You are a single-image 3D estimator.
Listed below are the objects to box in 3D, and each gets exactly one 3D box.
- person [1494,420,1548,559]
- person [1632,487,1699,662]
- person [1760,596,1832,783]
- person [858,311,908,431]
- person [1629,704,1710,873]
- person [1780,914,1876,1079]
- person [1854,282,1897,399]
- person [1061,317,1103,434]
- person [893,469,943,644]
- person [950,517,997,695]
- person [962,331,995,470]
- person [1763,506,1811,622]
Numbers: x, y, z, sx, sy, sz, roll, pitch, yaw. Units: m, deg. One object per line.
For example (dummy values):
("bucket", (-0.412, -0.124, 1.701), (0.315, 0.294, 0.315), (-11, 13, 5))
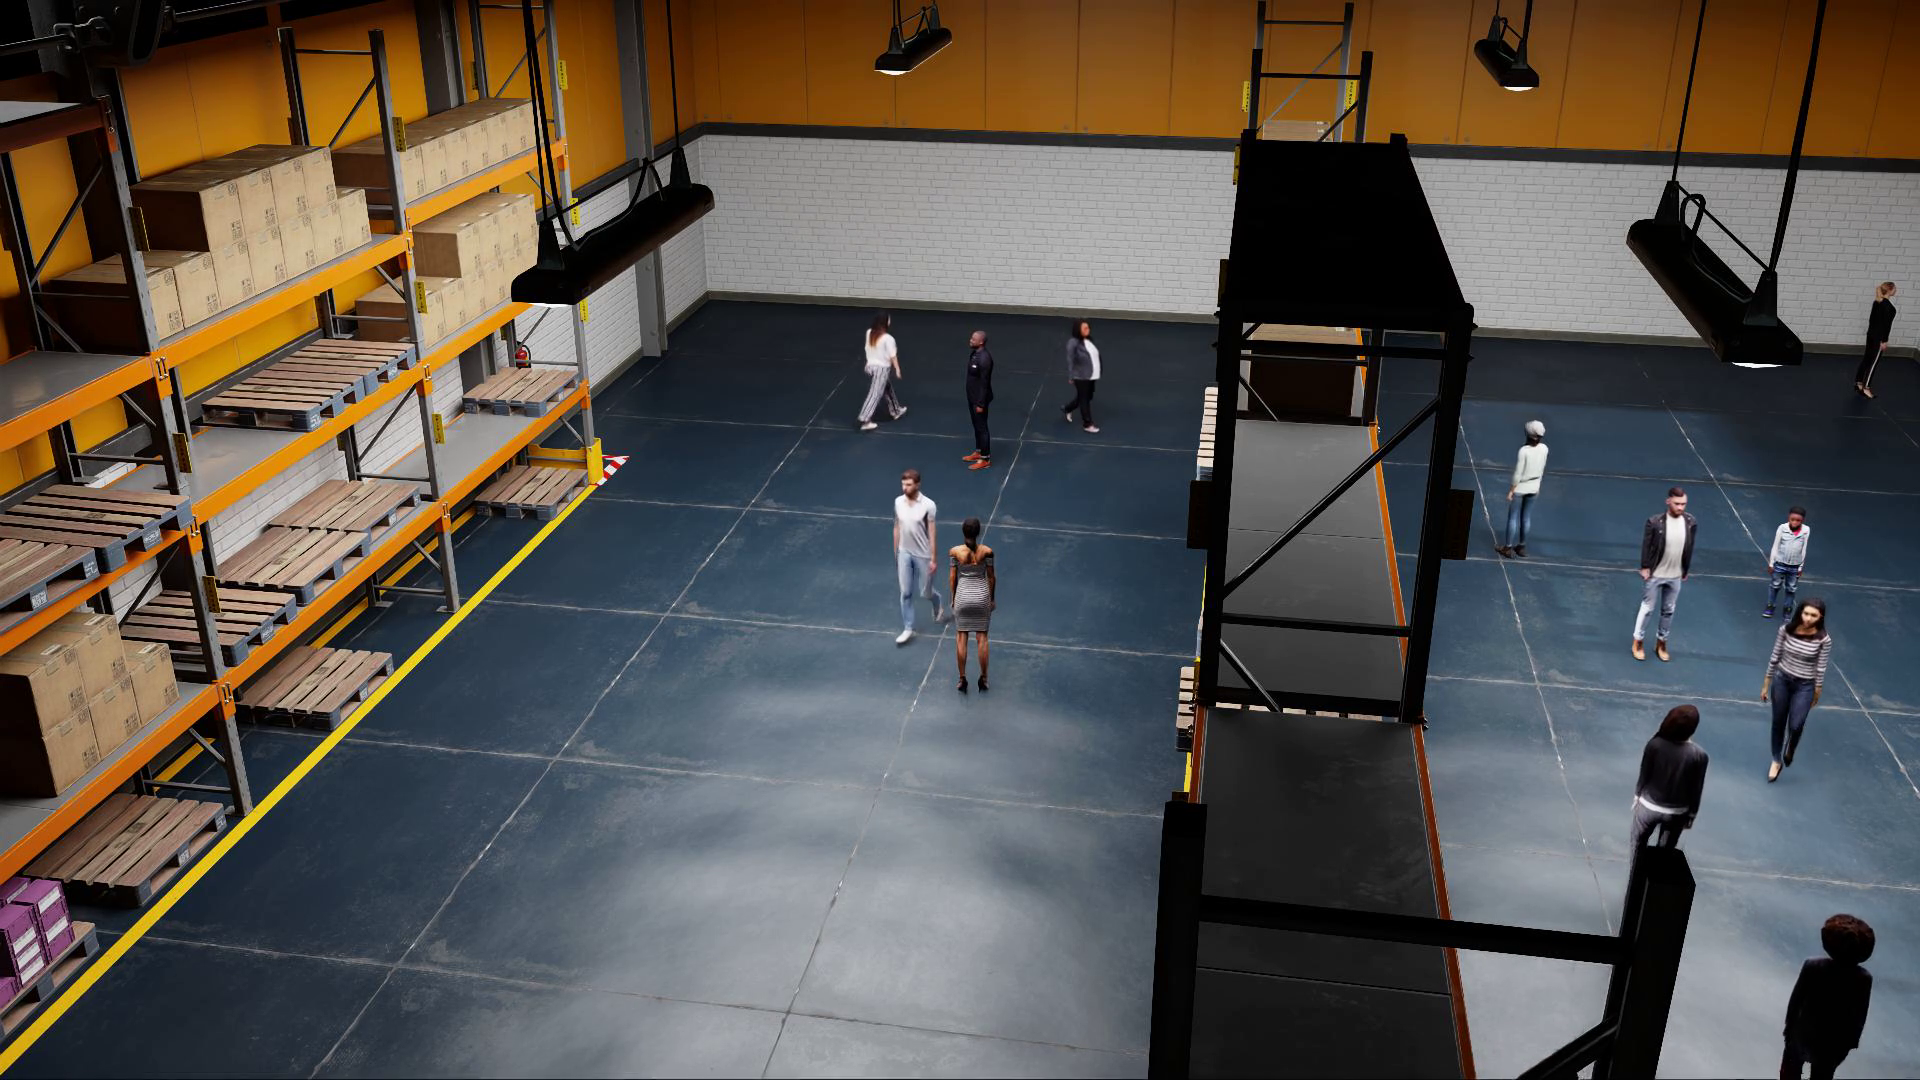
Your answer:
("person", (6.405, -0.590, 18.864), (0.692, 1.648, 0.719), (-6, 24, -14))
("person", (7.014, 0.318, 16.559), (0.676, 1.830, 0.598), (0, 24, 1))
("person", (7.245, 1.275, 14.431), (0.743, 1.781, 0.813), (18, 29, 36))
("person", (-1.157, -2.292, 22.782), (1.240, 1.629, 1.134), (-18, 30, -36))
("person", (5.336, 2.077, 12.633), (0.733, 1.752, 0.892), (11, 26, 23))
("person", (5.352, 3.114, 10.324), (0.705, 1.701, 0.801), (12, 26, 25))
("person", (13.273, -2.910, 24.097), (0.712, 1.707, 0.540), (0, 24, -1))
("person", (1.652, -2.279, 22.811), (0.940, 1.581, 0.987), (16, 28, 32))
("person", (-0.410, 0.135, 16.974), (0.827, 1.834, 1.013), (11, 26, 24))
("person", (0.117, 0.621, 15.875), (0.611, 1.822, 0.563), (1, 24, 3))
("person", (0.255, -1.829, 21.485), (0.836, 1.818, 0.691), (-6, 24, -12))
("person", (8.718, 0.220, 17.499), (0.528, 1.257, 0.552), (10, 26, 22))
